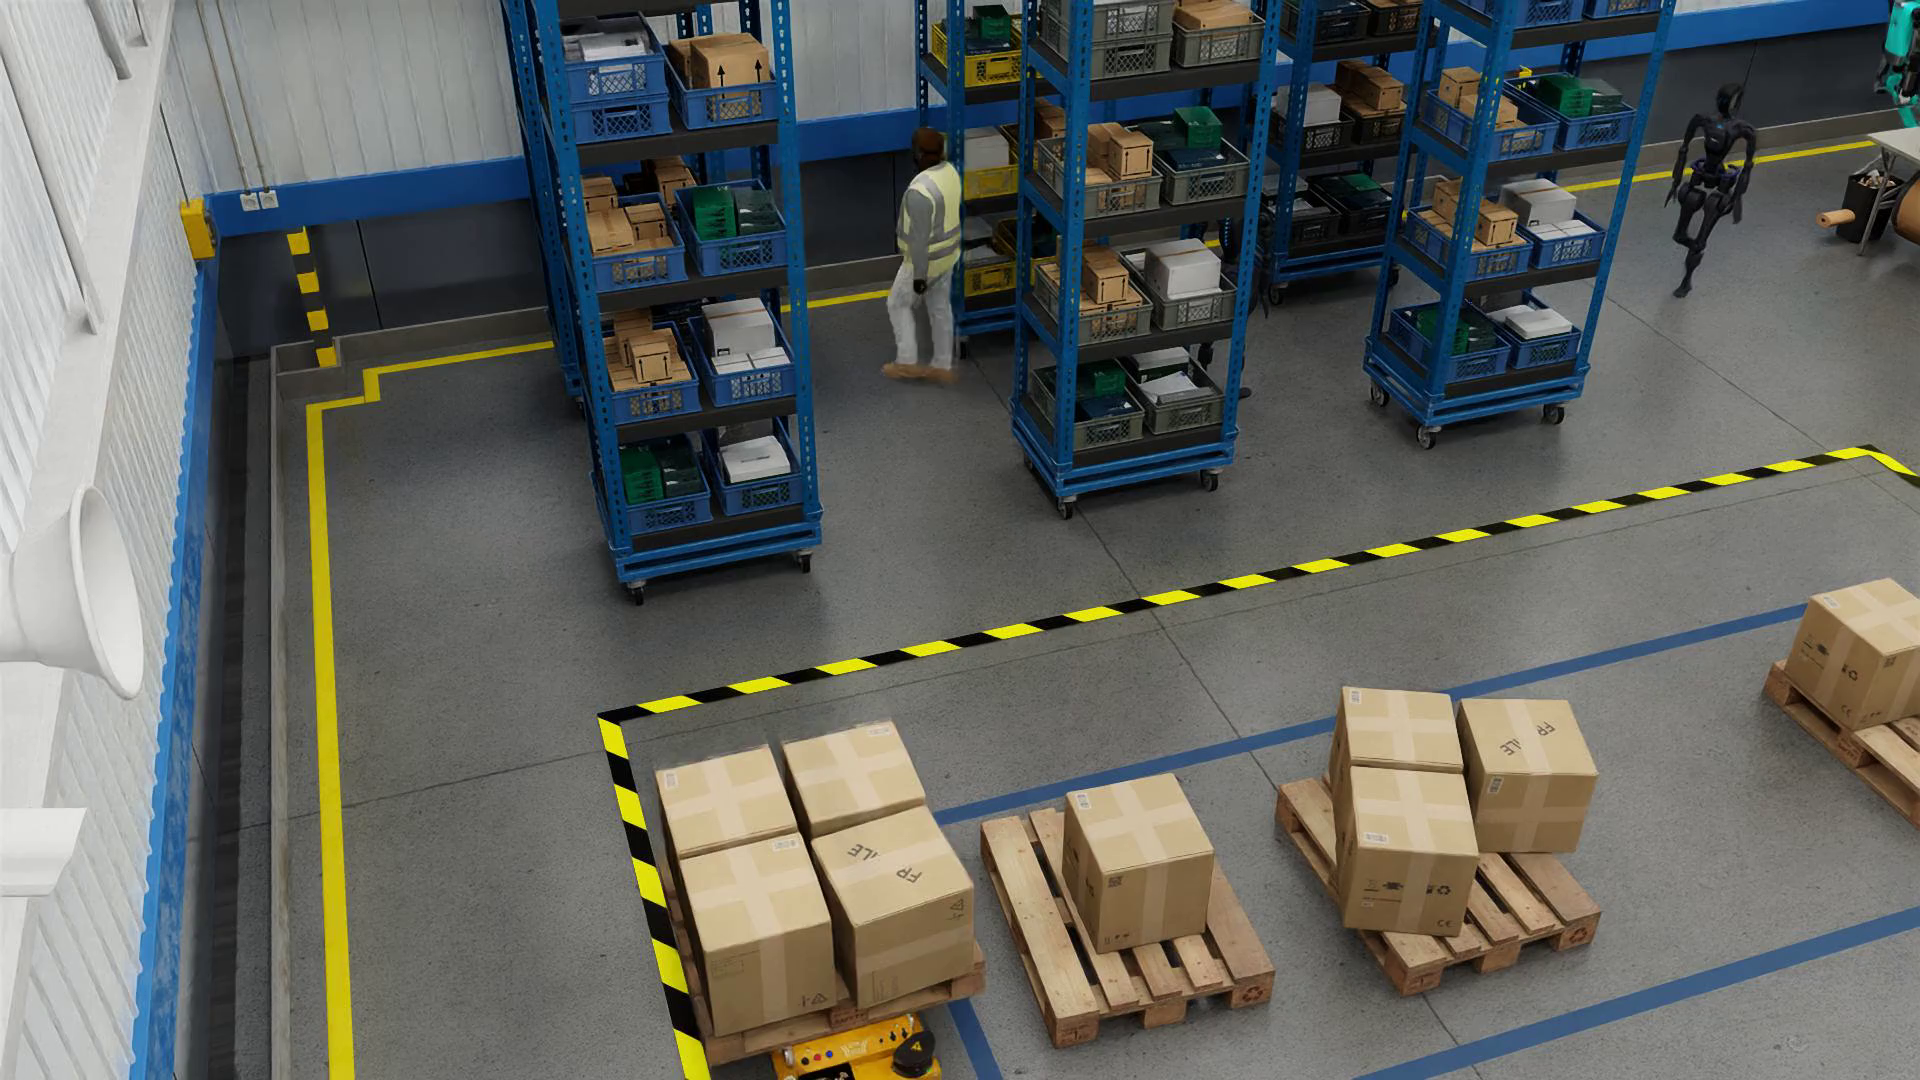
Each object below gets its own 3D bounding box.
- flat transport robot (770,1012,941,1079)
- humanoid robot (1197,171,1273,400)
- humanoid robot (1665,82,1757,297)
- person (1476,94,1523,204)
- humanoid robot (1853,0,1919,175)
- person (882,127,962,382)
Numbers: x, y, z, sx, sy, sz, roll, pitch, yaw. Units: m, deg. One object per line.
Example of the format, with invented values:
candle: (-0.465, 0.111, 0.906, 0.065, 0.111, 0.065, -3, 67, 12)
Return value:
flat transport robot: (-0.613, 1.869, 7.382, 0.652, 0.197, 1.431, -11, 37, -15)
humanoid robot: (1.818, -1.735, 11.280, 0.599, 1.657, 0.315, 20, 40, 26)
humanoid robot: (5.750, -2.704, 12.686, 0.600, 1.638, 0.616, 27, 43, 33)
person: (3.784, -2.286, 11.865, 0.454, 1.923, 0.653, 17, 38, 22)
humanoid robot: (8.420, -3.992, 14.465, 0.969, 1.768, 0.545, -1, 35, -1)
person: (-0.285, -1.957, 11.491, 0.648, 1.811, 0.642, 15, 38, 20)
